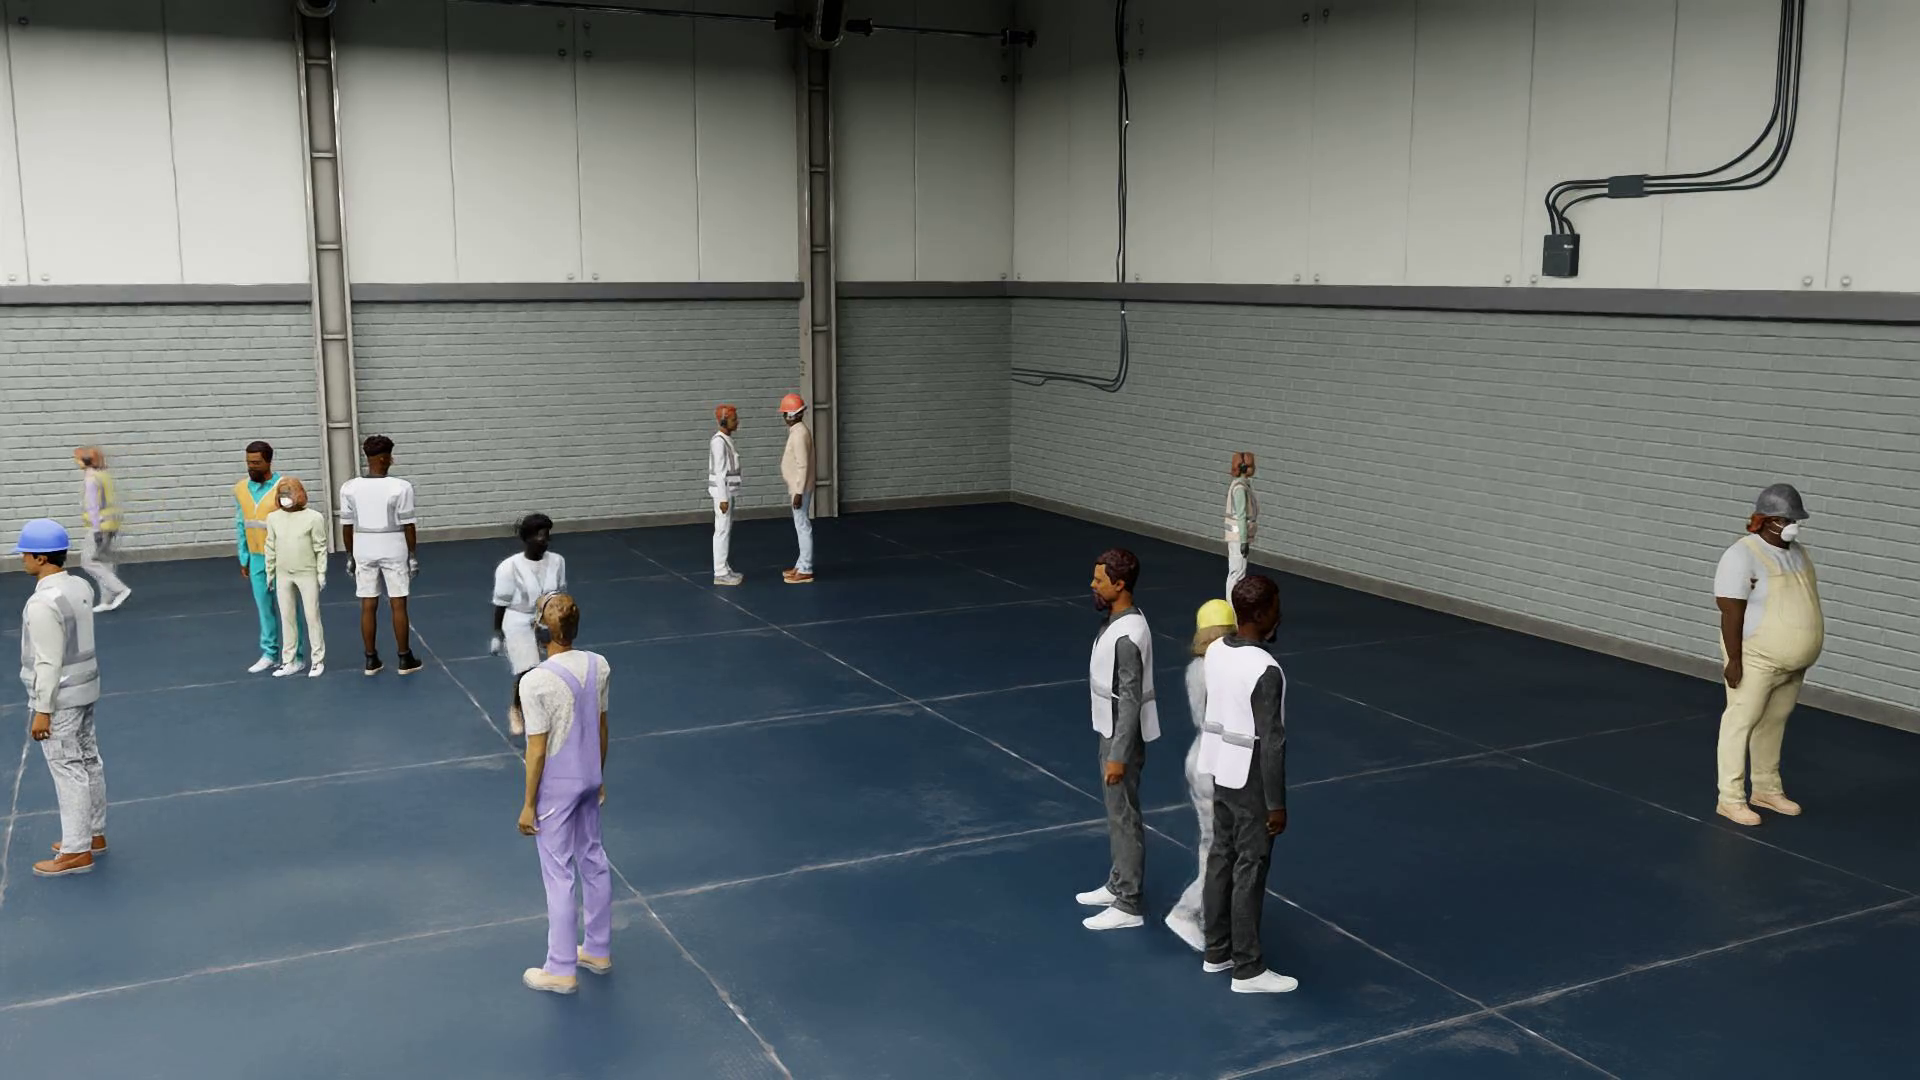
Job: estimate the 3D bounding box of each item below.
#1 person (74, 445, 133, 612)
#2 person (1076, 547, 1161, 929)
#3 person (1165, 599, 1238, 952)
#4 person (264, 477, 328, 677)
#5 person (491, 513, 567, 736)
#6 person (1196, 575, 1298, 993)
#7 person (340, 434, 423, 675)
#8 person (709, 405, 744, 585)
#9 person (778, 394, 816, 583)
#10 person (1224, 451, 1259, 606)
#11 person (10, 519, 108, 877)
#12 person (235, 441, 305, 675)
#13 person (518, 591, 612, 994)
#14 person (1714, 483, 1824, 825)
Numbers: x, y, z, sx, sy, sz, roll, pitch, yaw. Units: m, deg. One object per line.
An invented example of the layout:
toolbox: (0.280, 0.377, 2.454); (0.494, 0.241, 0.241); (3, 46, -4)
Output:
person: (-8.236, -0.099, 15.905); (0.371, 1.625, 0.528); (-3, 10, -17)
person: (0.803, 0.986, 8.337); (0.392, 1.917, 0.593); (0, 9, 0)
person: (1.225, 1.144, 8.015); (0.455, 1.707, 0.531); (-2, 10, -14)
person: (-5.362, 0.299, 13.437); (0.508, 1.631, 0.269); (1, 9, 4)
person: (-2.992, 0.613, 11.442); (0.853, 1.655, 0.565); (8, 12, 41)
person: (1.299, 1.105, 7.603); (0.392, 1.918, 0.592); (-3, 10, -20)
person: (-4.696, 0.125, 13.513); (0.607, 1.957, 0.389); (0, 9, 1)
person: (-2.458, -0.477, 17.449); (0.337, 1.882, 0.584); (0, 9, -2)
person: (-1.714, -0.542, 17.525); (0.392, 1.989, 0.610); (-1, 9, -5)
person: (2.568, 0.009, 15.195); (0.308, 1.644, 0.514); (1, 9, 6)
person: (-4.907, 0.849, 9.084); (0.389, 1.948, 0.609); (-2, 9, -10)
person: (-5.617, 0.139, 13.574); (0.590, 1.915, 0.390); (3, 10, 15)
person: (-1.809, 1.141, 7.599); (0.345, 1.846, 0.507); (5, 11, 30)
person: (4.846, 0.669, 9.908); (0.688, 2.000, 0.538); (-5, 10, -28)
